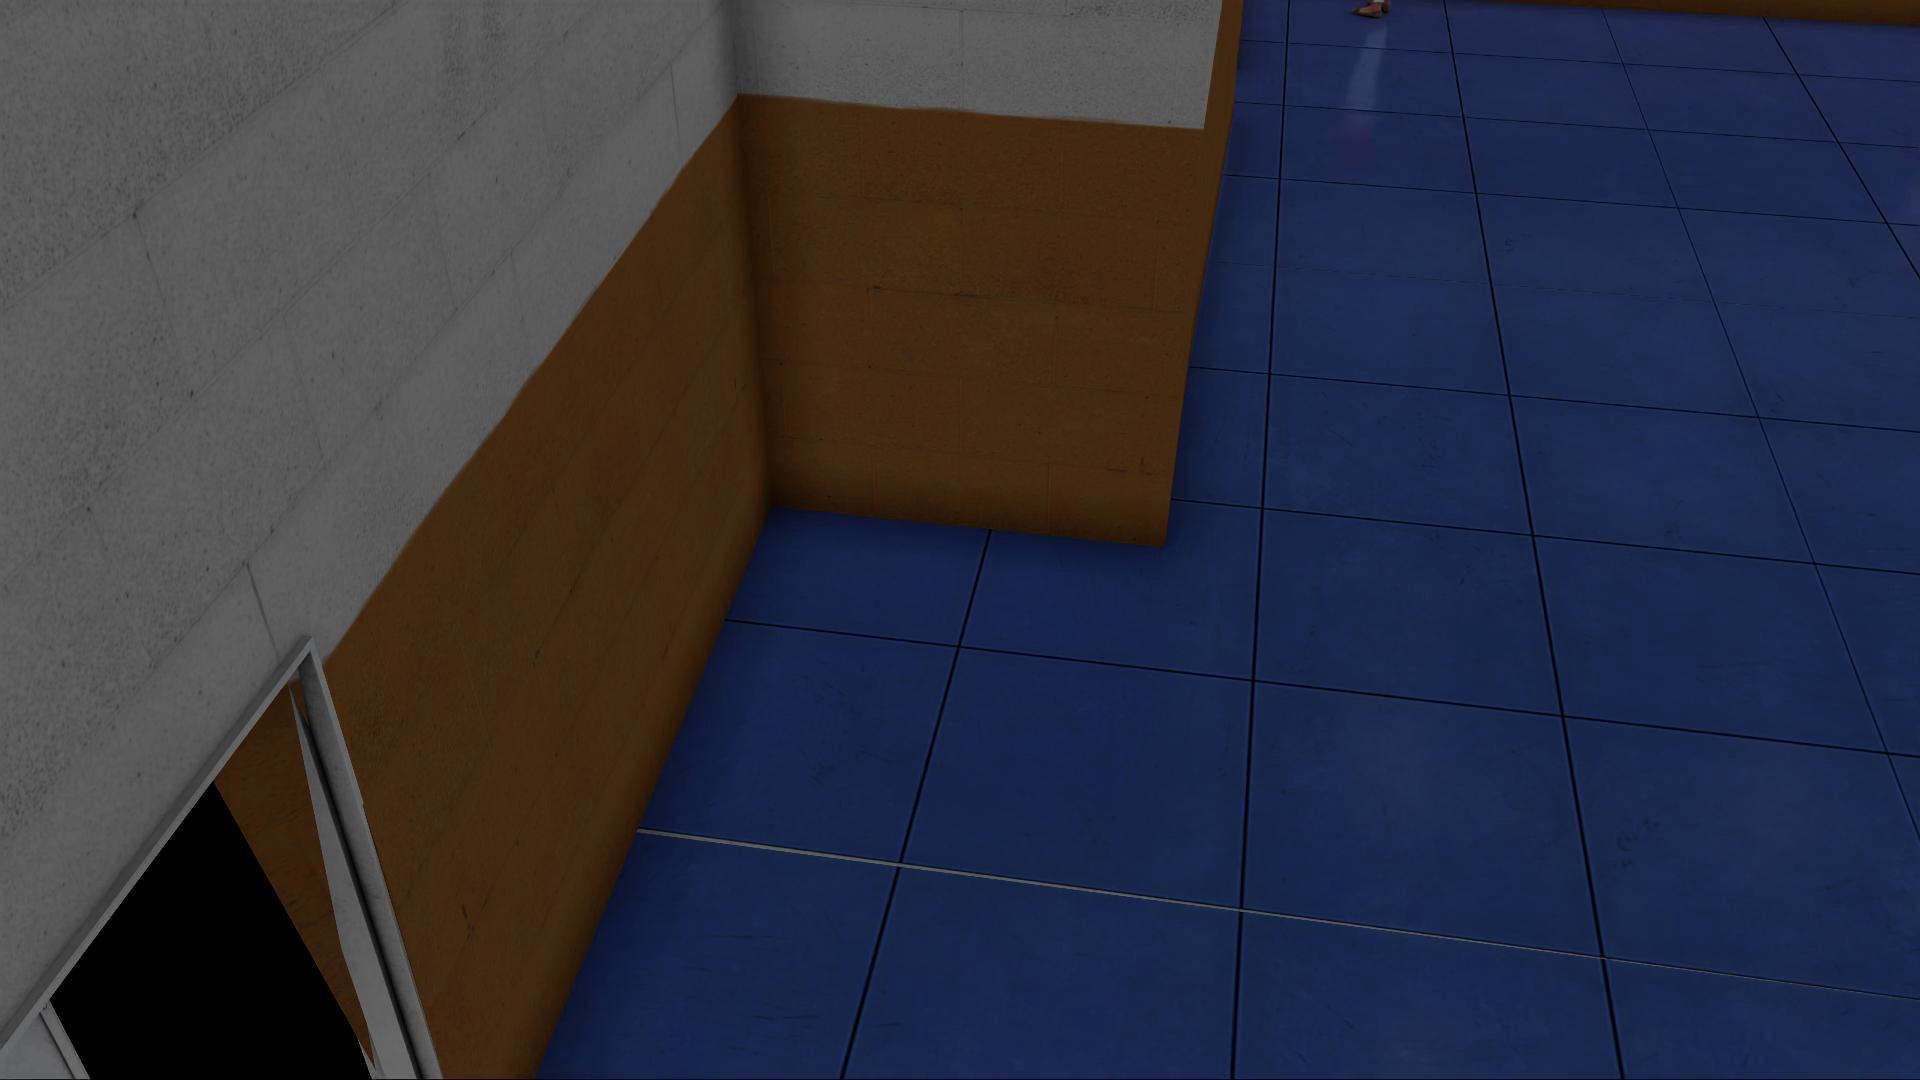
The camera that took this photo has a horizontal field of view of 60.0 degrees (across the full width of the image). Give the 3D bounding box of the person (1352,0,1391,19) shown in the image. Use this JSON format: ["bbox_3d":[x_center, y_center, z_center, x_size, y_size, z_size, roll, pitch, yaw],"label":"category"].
[{"bbox_3d":[3.547,-5.196,13.764,0.680,1.693,0.639,31,47,34],"label":"person"}]
